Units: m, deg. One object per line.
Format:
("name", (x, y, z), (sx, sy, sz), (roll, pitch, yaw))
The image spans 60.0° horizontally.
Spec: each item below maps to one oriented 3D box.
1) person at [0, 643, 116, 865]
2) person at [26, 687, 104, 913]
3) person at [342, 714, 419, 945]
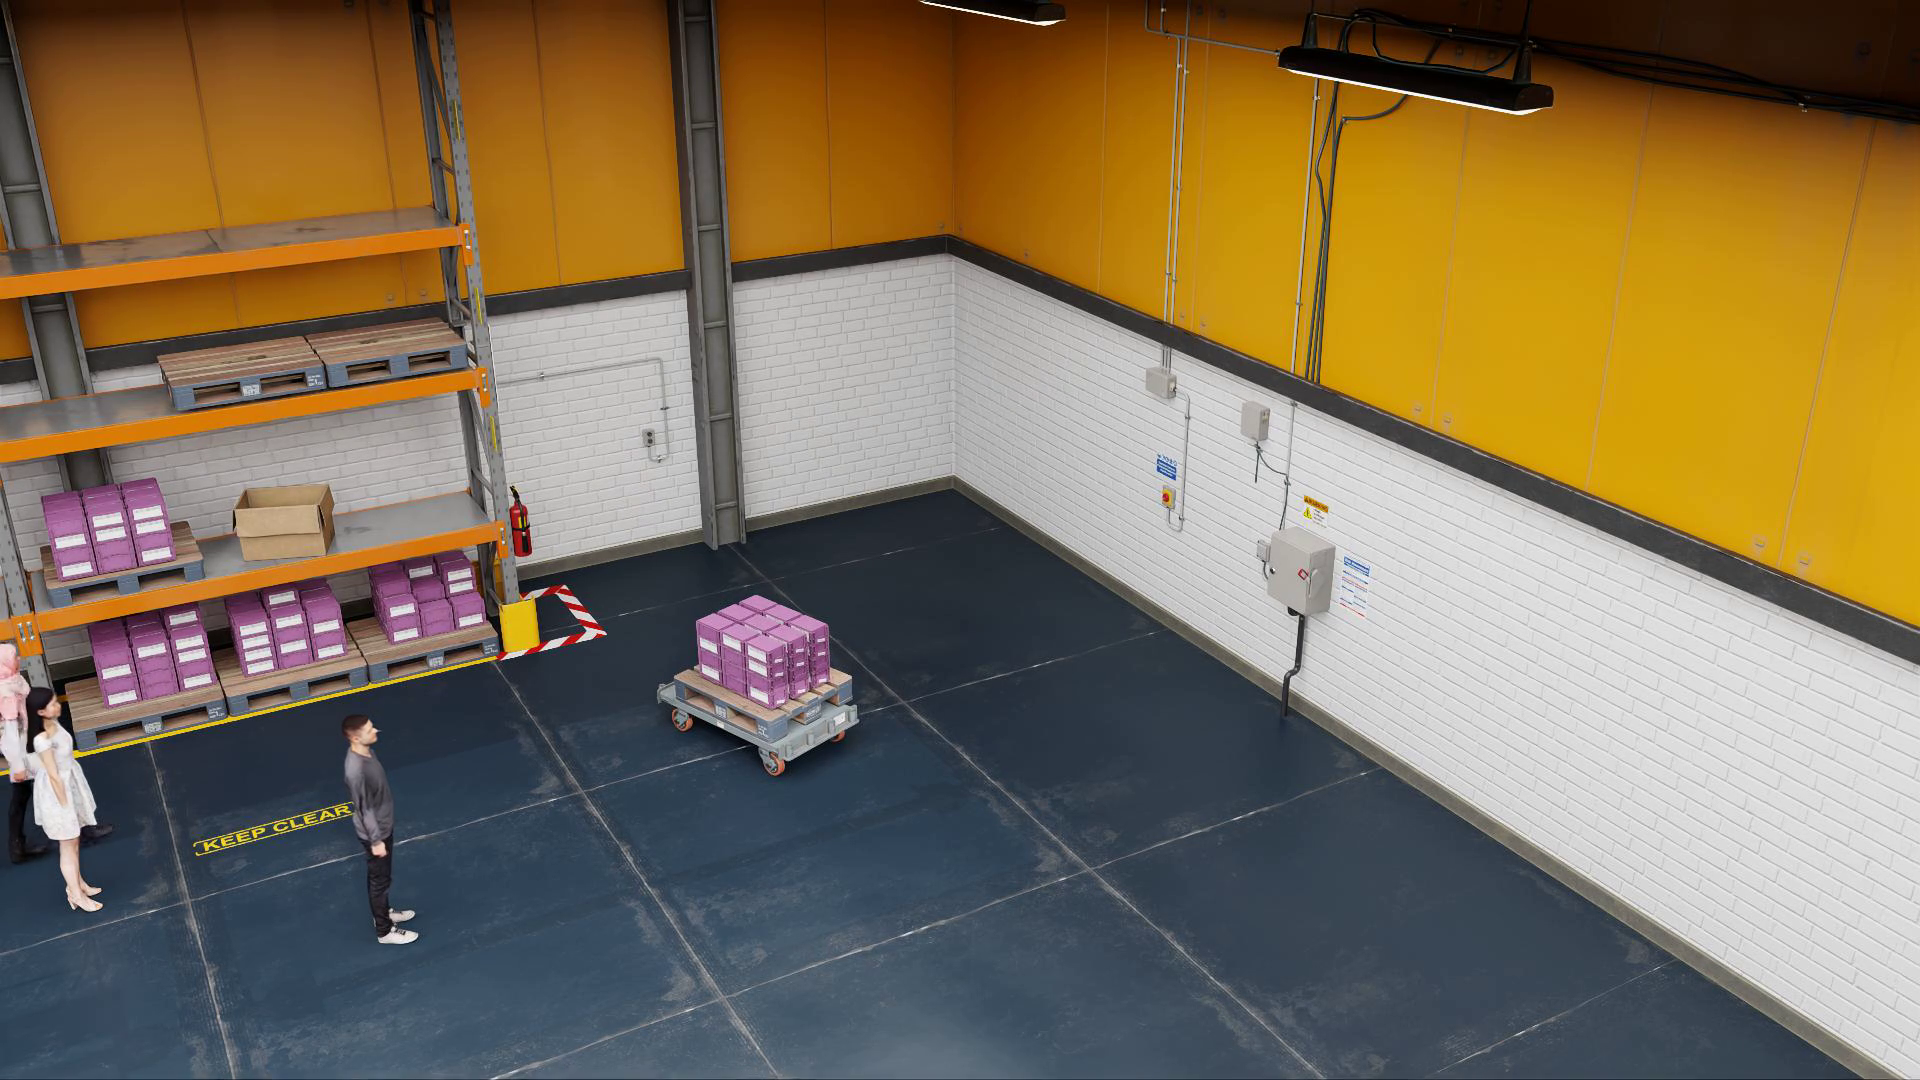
("person", (-7.102, 1.635, 12.430), (0.998, 1.778, 0.738), (-18, 29, -36))
("person", (-6.435, 1.852, 11.940), (0.653, 1.774, 0.666), (-10, 26, -22))
("person", (-4.095, 2.001, 11.615), (0.604, 1.761, 0.659), (-8, 25, -17))
